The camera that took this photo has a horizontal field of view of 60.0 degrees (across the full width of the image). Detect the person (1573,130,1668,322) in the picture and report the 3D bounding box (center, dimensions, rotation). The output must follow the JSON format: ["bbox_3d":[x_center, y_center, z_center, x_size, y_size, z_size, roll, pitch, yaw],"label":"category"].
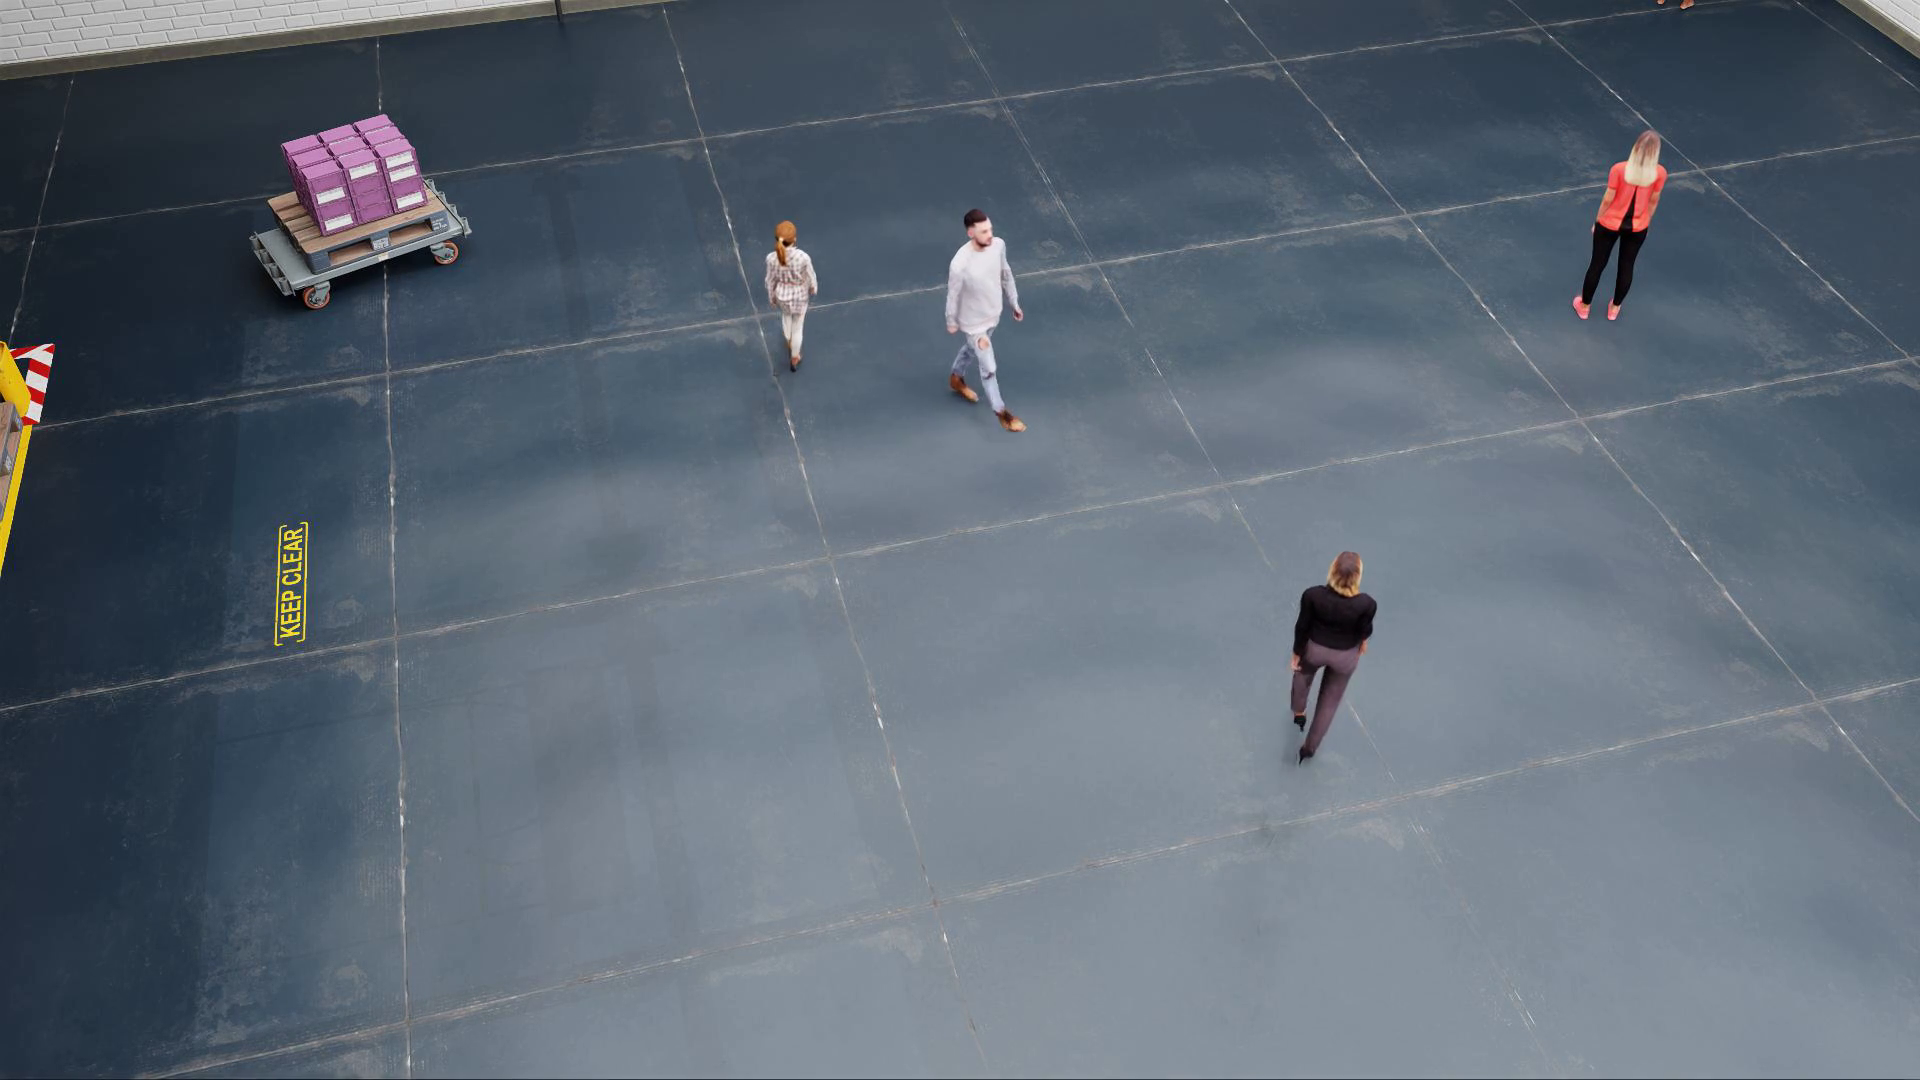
[{"bbox_3d":[5.327,-2.522,13.376,0.670,1.693,0.665,7,44,7],"label":"person"}]

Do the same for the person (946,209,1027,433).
[{"bbox_3d":[0.088,-1.716,12.457,1.232,1.794,1.063,32,52,29],"label":"person"}]

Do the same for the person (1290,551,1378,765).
[{"bbox_3d":[2.188,0.769,9.948,0.750,1.656,0.809,14,45,14],"label":"person"}]

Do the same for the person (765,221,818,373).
[{"bbox_3d":[-1.326,-1.868,12.979,0.661,1.293,0.746,7,44,7],"label":"person"}]
